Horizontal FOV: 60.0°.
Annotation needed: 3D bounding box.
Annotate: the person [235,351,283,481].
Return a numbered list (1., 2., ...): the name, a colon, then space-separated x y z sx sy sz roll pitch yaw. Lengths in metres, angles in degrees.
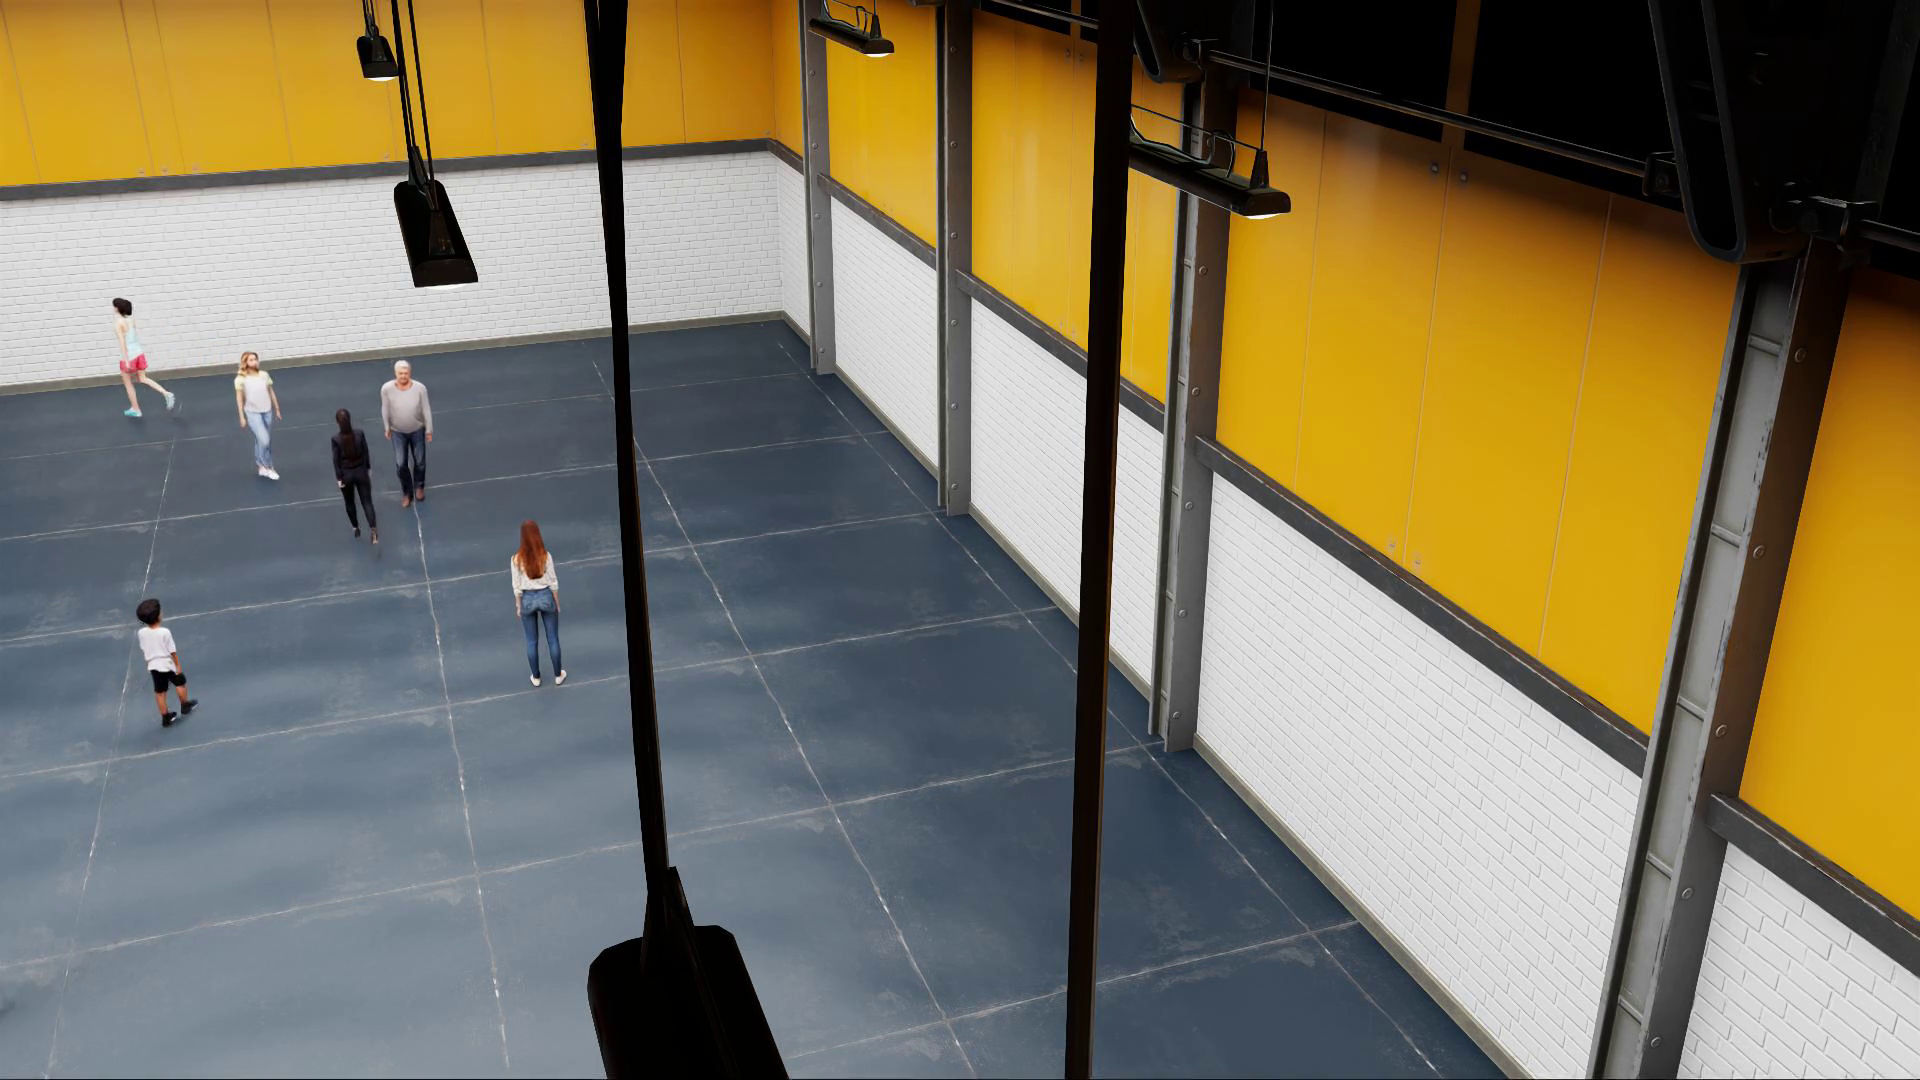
1. person: -9.077 -1.621 21.405 0.899 1.709 0.829 15 28 31

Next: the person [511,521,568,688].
1. person: -4.125 0.620 16.260 0.608 1.725 0.553 -4 24 -9

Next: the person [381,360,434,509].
1. person: -6.849 -1.369 20.631 0.778 1.869 0.873 -6 24 -13

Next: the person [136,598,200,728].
1. person: -7.508 1.175 15.589 0.644 1.245 0.747 1 24 2

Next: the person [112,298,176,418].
1. person: -11.610 -2.548 23.487 1.003 1.742 1.054 5 24 12

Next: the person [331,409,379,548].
1. person: -6.991 -0.686 19.300 0.696 1.683 1.075 -13 27 -27
